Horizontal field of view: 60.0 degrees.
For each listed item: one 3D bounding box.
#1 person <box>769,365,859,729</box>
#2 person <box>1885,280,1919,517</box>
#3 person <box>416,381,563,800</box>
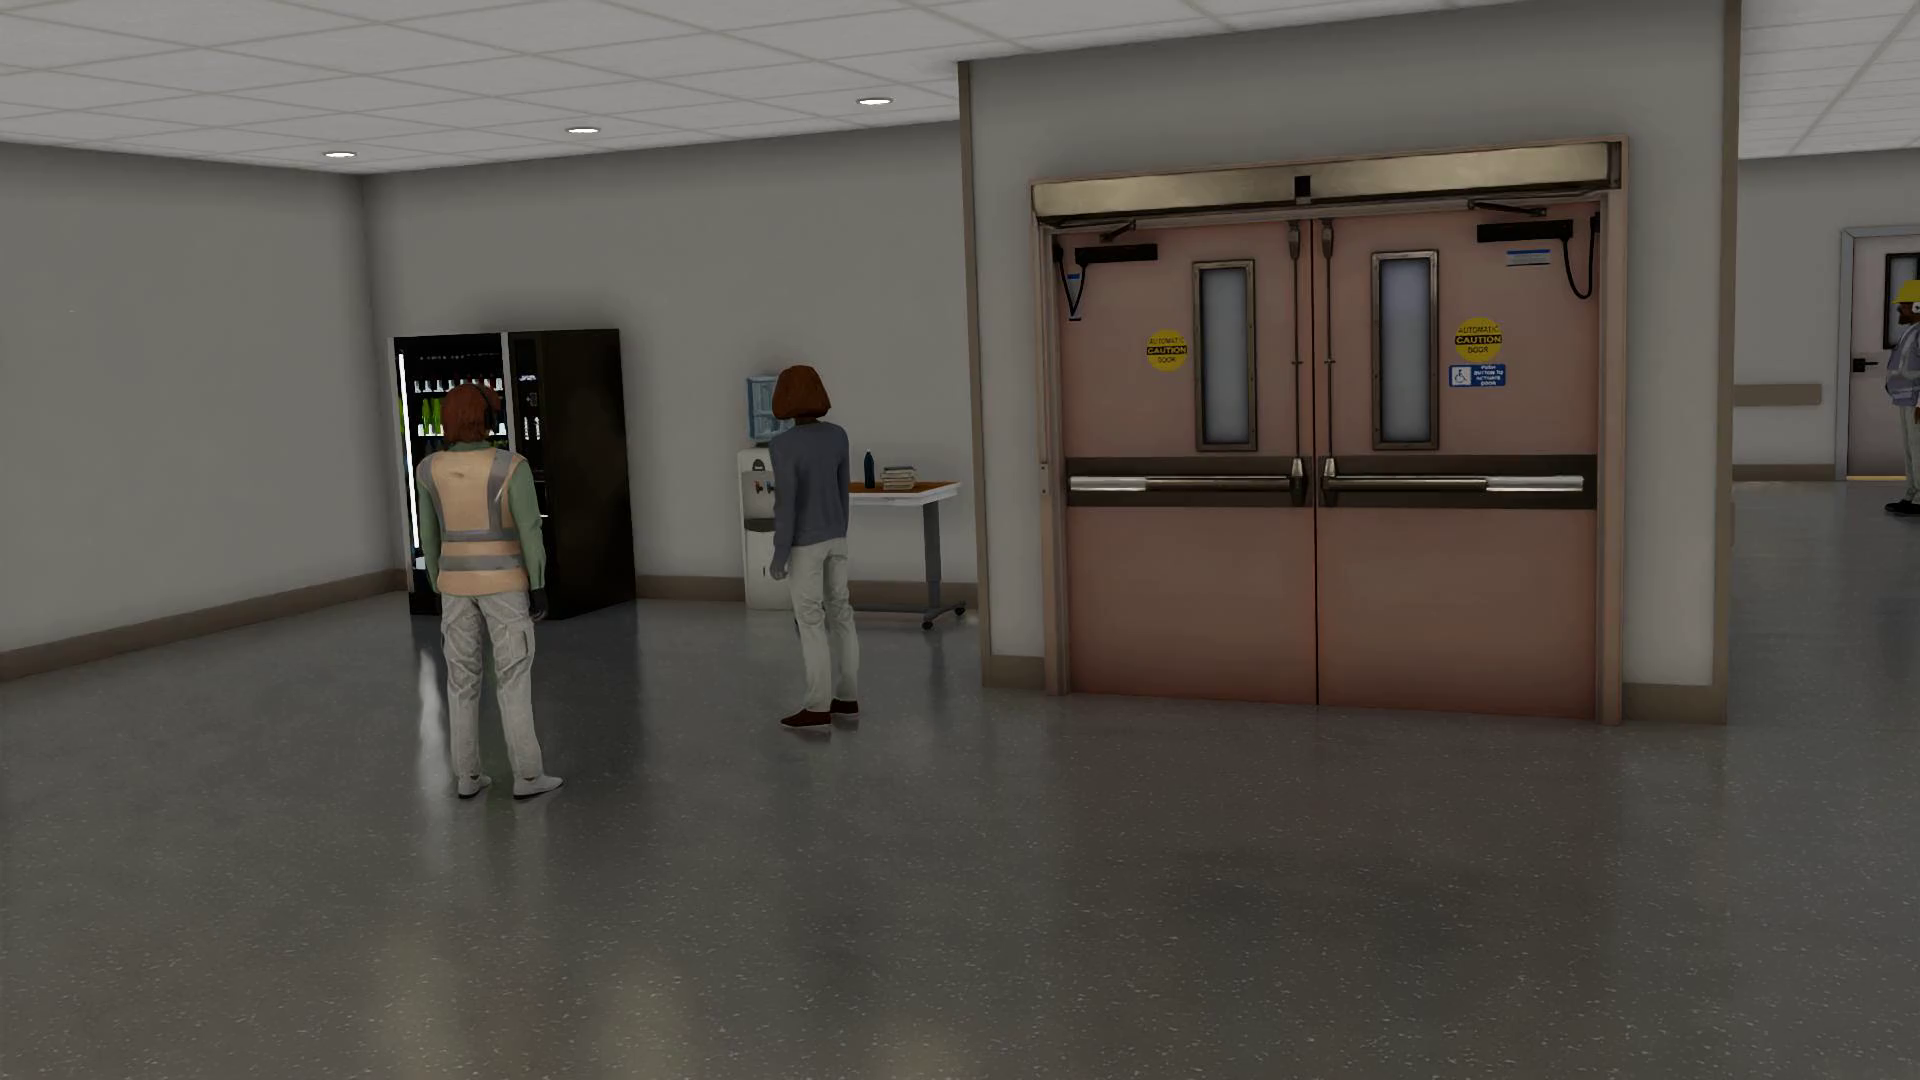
[{"bbox_3d":[-0.669,0.032,7.495,0.283,1.634,0.498,3,9,36],"label":"person"},{"bbox_3d":[7.402,-1.094,12.898,0.404,1.830,0.599,0,8,20],"label":"person"},{"bbox_3d":[-1.851,0.204,6.500,0.514,1.644,0.307,-1,8,13],"label":"person"}]
